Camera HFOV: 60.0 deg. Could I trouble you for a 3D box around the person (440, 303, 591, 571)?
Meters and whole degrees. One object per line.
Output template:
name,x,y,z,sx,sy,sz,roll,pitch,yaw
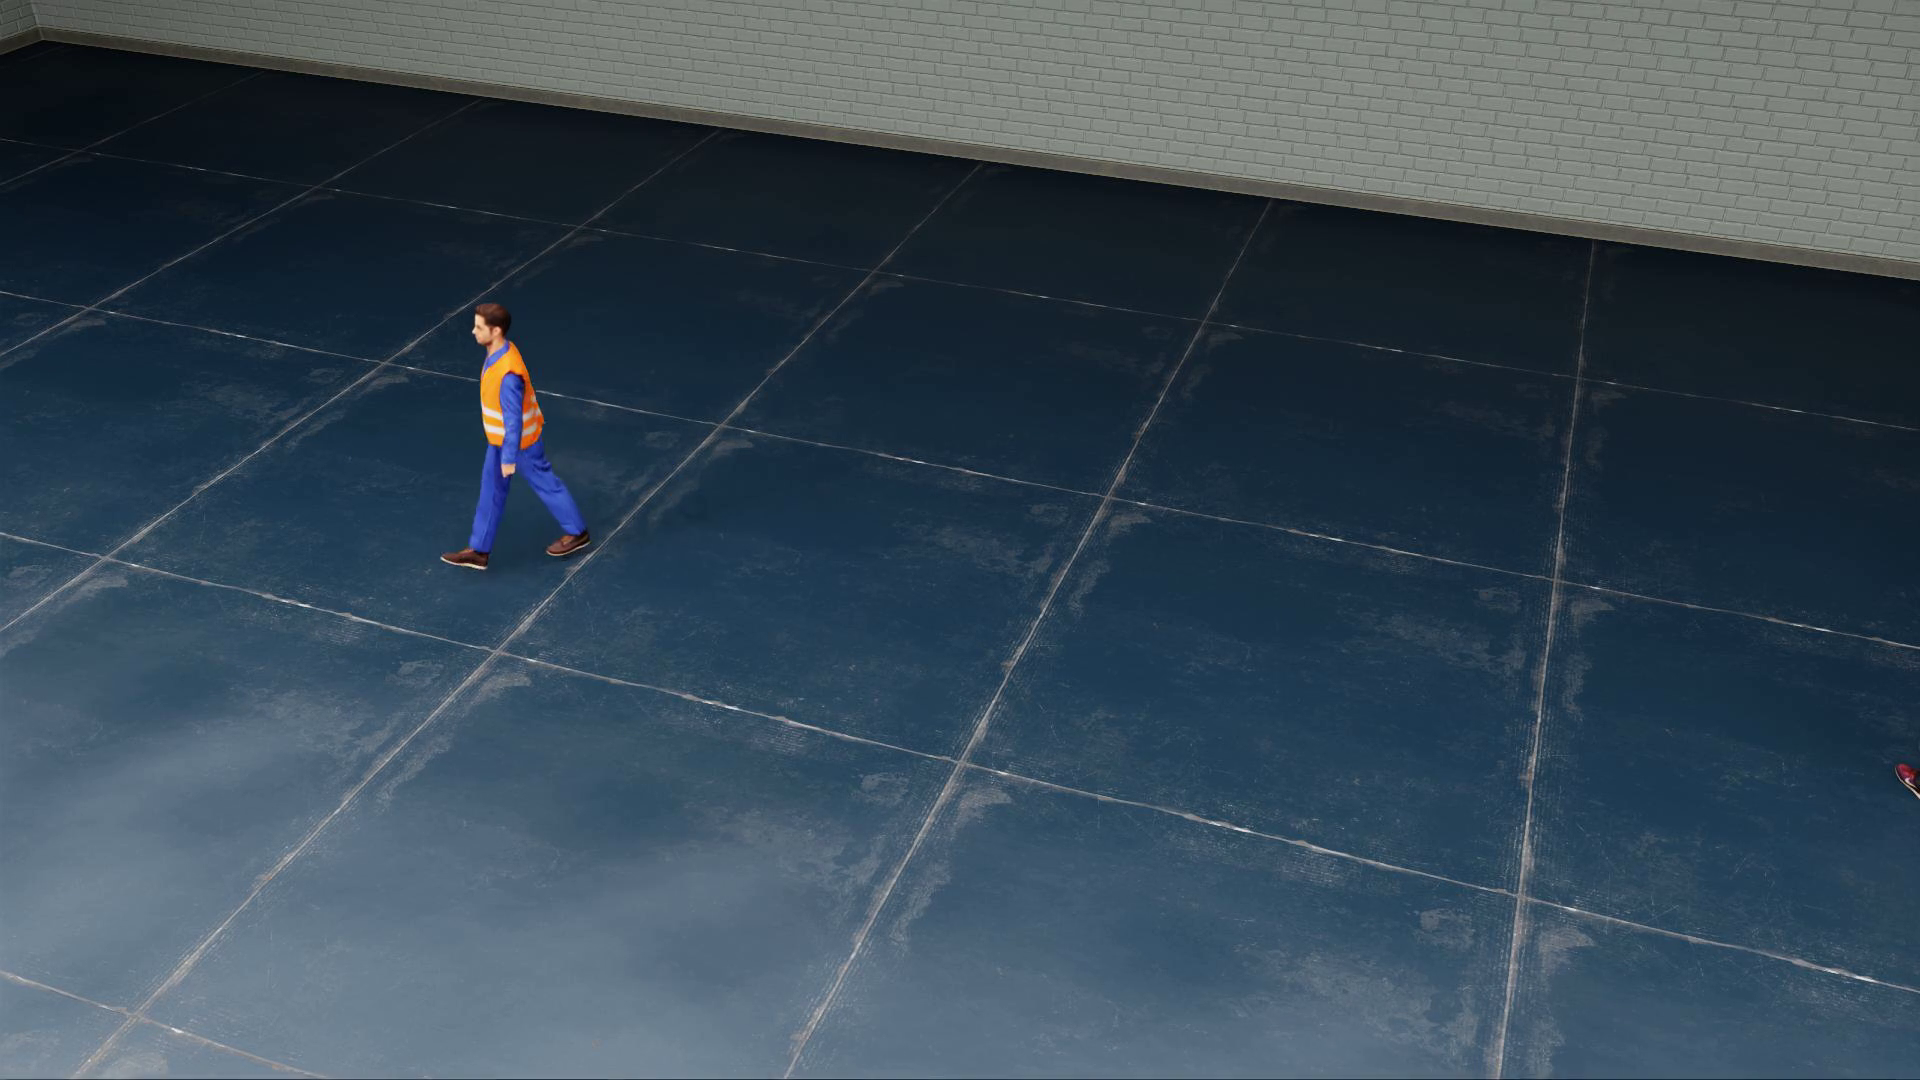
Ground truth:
person,-2.695,-0.629,10.437,1.282,1.813,1.187,-17,37,-24
